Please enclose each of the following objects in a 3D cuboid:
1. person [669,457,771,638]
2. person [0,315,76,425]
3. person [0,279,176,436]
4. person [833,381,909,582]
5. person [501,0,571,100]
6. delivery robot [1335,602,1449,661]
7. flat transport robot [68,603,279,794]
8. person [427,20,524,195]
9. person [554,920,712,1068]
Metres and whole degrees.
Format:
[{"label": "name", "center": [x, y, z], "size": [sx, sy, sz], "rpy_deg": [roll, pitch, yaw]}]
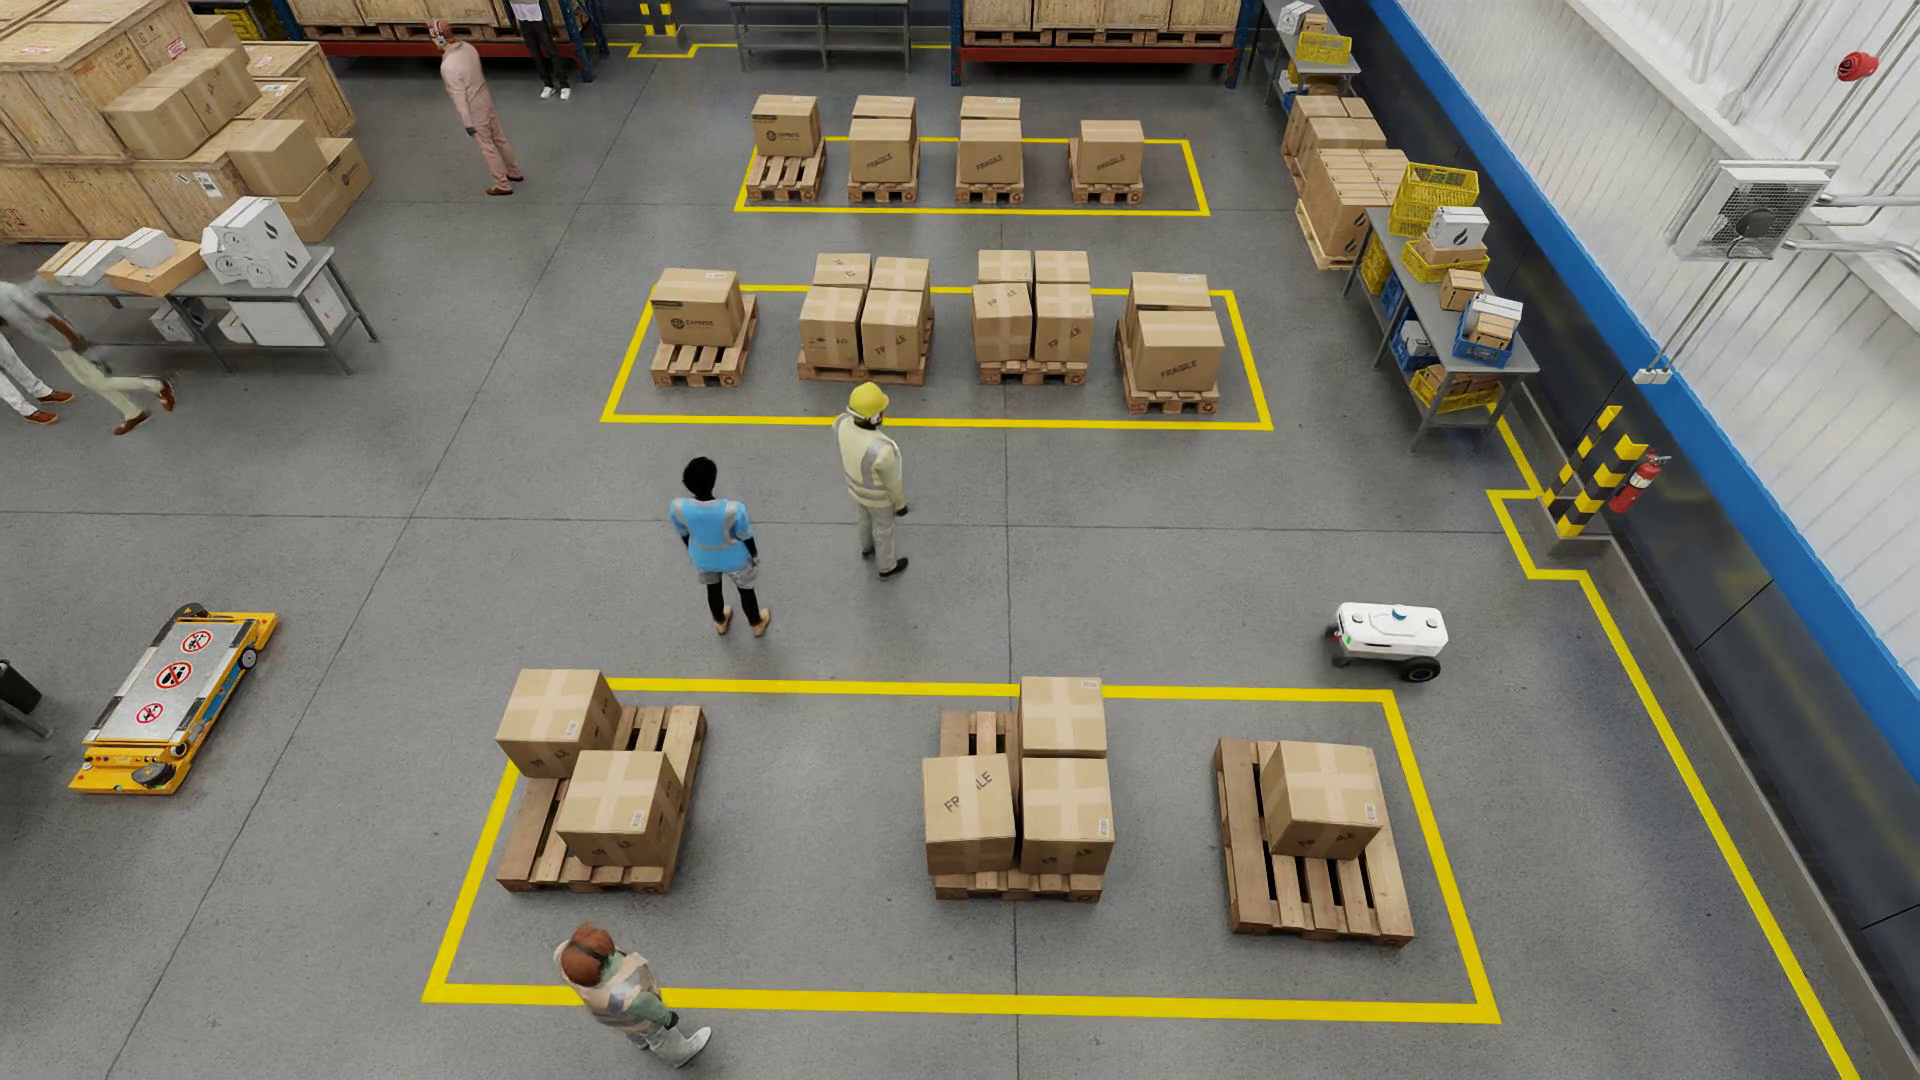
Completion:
[{"label": "person", "center": [-1.650, 0.101, 6.343], "size": [0.540, 1.690, 0.319], "rpy_deg": [4, 50, 4]}, {"label": "person", "center": [-8.480, -1.823, 7.841], "size": [0.355, 1.887, 0.573], "rpy_deg": [-3, 50, -3]}, {"label": "person", "center": [-7.541, -1.679, 7.752], "size": [0.545, 1.838, 0.637], "rpy_deg": [18, 52, 15]}, {"label": "person", "center": [-0.625, -0.402, 6.678], "size": [0.404, 1.828, 0.604], "rpy_deg": [-32, 57, -24]}, {"label": "person", "center": [-5.644, -6.840, 12.075], "size": [0.602, 1.907, 0.405], "rpy_deg": [2, 50, 2]}, {"label": "delivery robot", "center": [3.071, 0.641, 6.560], "size": [0.707, 0.478, 0.477], "rpy_deg": [4, 50, 3]}, {"label": "flat transport robot", "center": [-5.504, 1.072, 6.442], "size": [0.652, 0.197, 1.431], "rpy_deg": [1, 50, 1]}, {"label": "person", "center": [-5.534, -4.899, 10.440], "size": [0.401, 1.900, 0.649], "rpy_deg": [4, 50, 3]}, {"label": "person", "center": [-1.631, 2.275, 4.534], "size": [0.525, 1.637, 0.307], "rpy_deg": [20, 53, 16]}]
